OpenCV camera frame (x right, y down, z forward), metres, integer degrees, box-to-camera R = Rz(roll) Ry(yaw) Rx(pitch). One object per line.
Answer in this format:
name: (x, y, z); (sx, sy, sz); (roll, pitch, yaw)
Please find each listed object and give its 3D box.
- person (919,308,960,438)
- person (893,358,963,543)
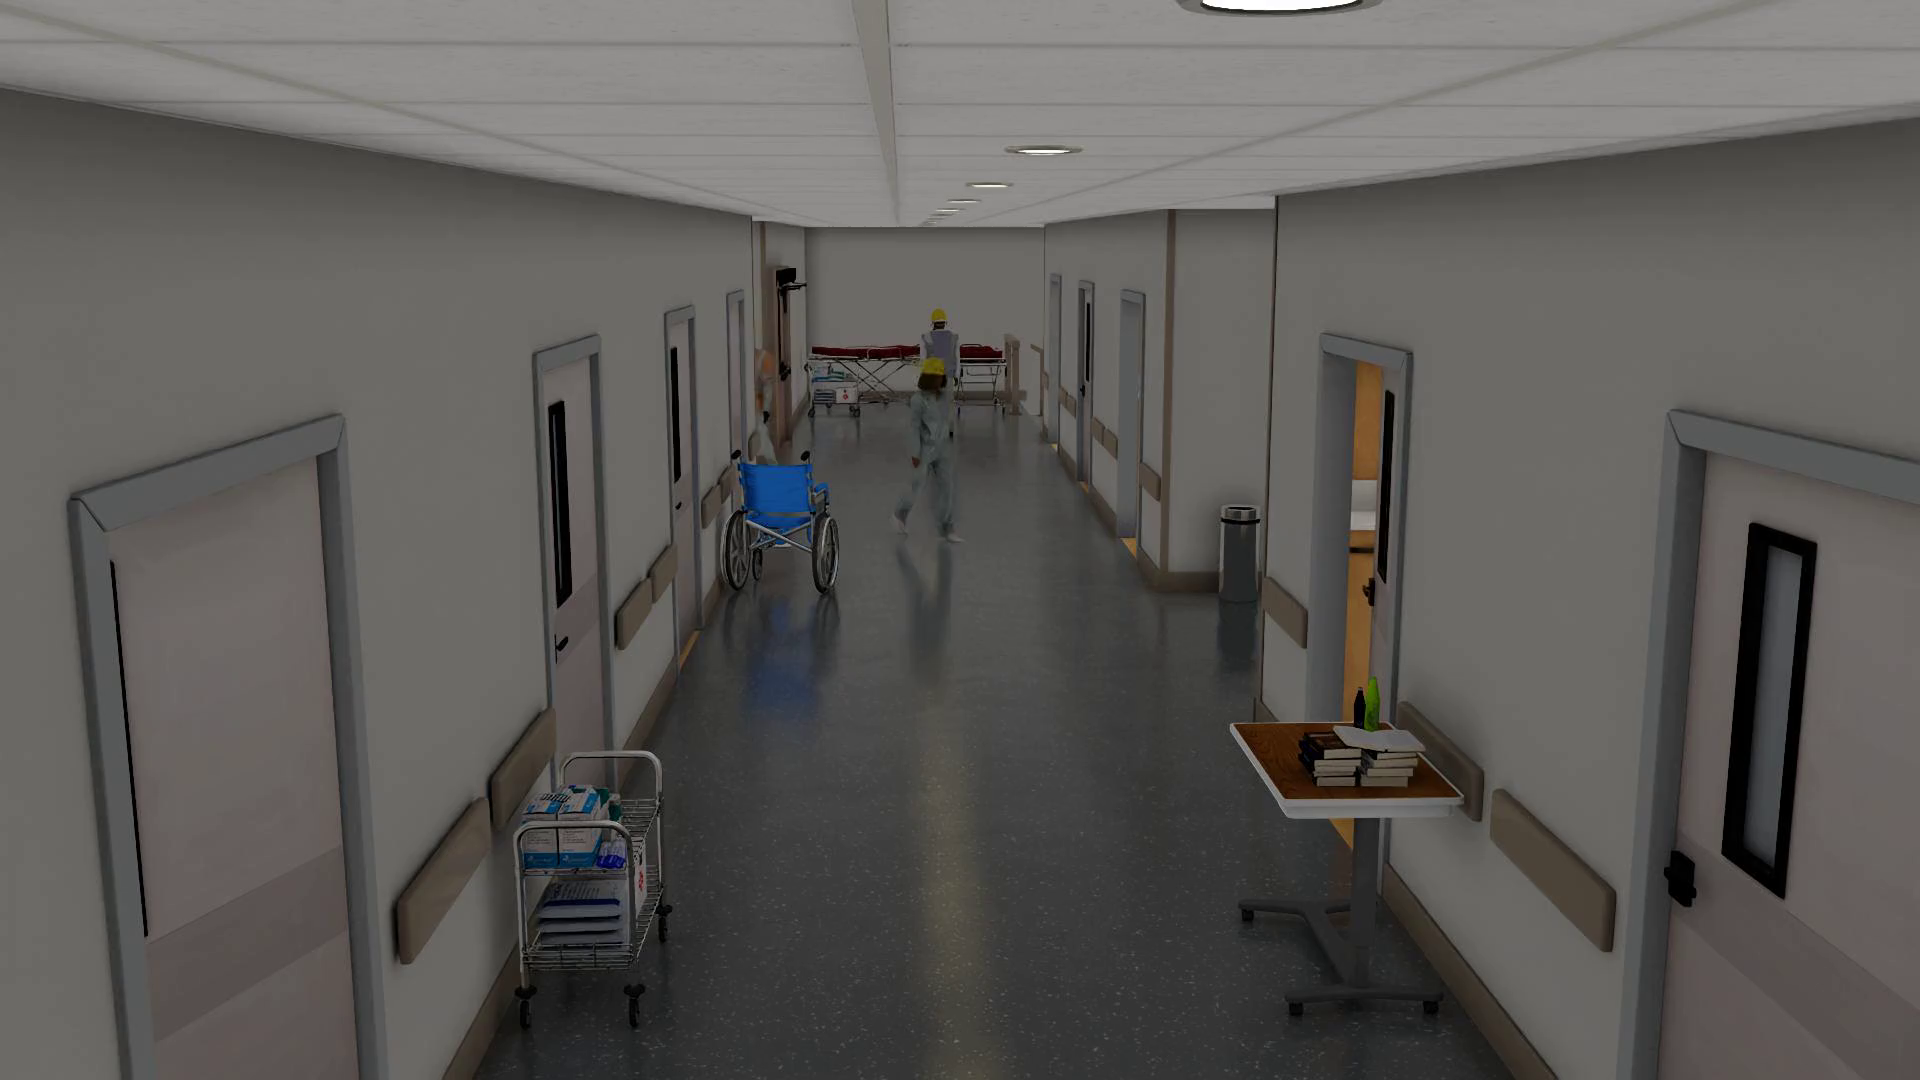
person: (-0.293, -2.349, 23.516); (0.591, 1.837, 0.403); (-3, 11, -15)
person: (-0.305, -0.847, 15.492); (0.485, 1.718, 0.794); (-9, 14, -42)
